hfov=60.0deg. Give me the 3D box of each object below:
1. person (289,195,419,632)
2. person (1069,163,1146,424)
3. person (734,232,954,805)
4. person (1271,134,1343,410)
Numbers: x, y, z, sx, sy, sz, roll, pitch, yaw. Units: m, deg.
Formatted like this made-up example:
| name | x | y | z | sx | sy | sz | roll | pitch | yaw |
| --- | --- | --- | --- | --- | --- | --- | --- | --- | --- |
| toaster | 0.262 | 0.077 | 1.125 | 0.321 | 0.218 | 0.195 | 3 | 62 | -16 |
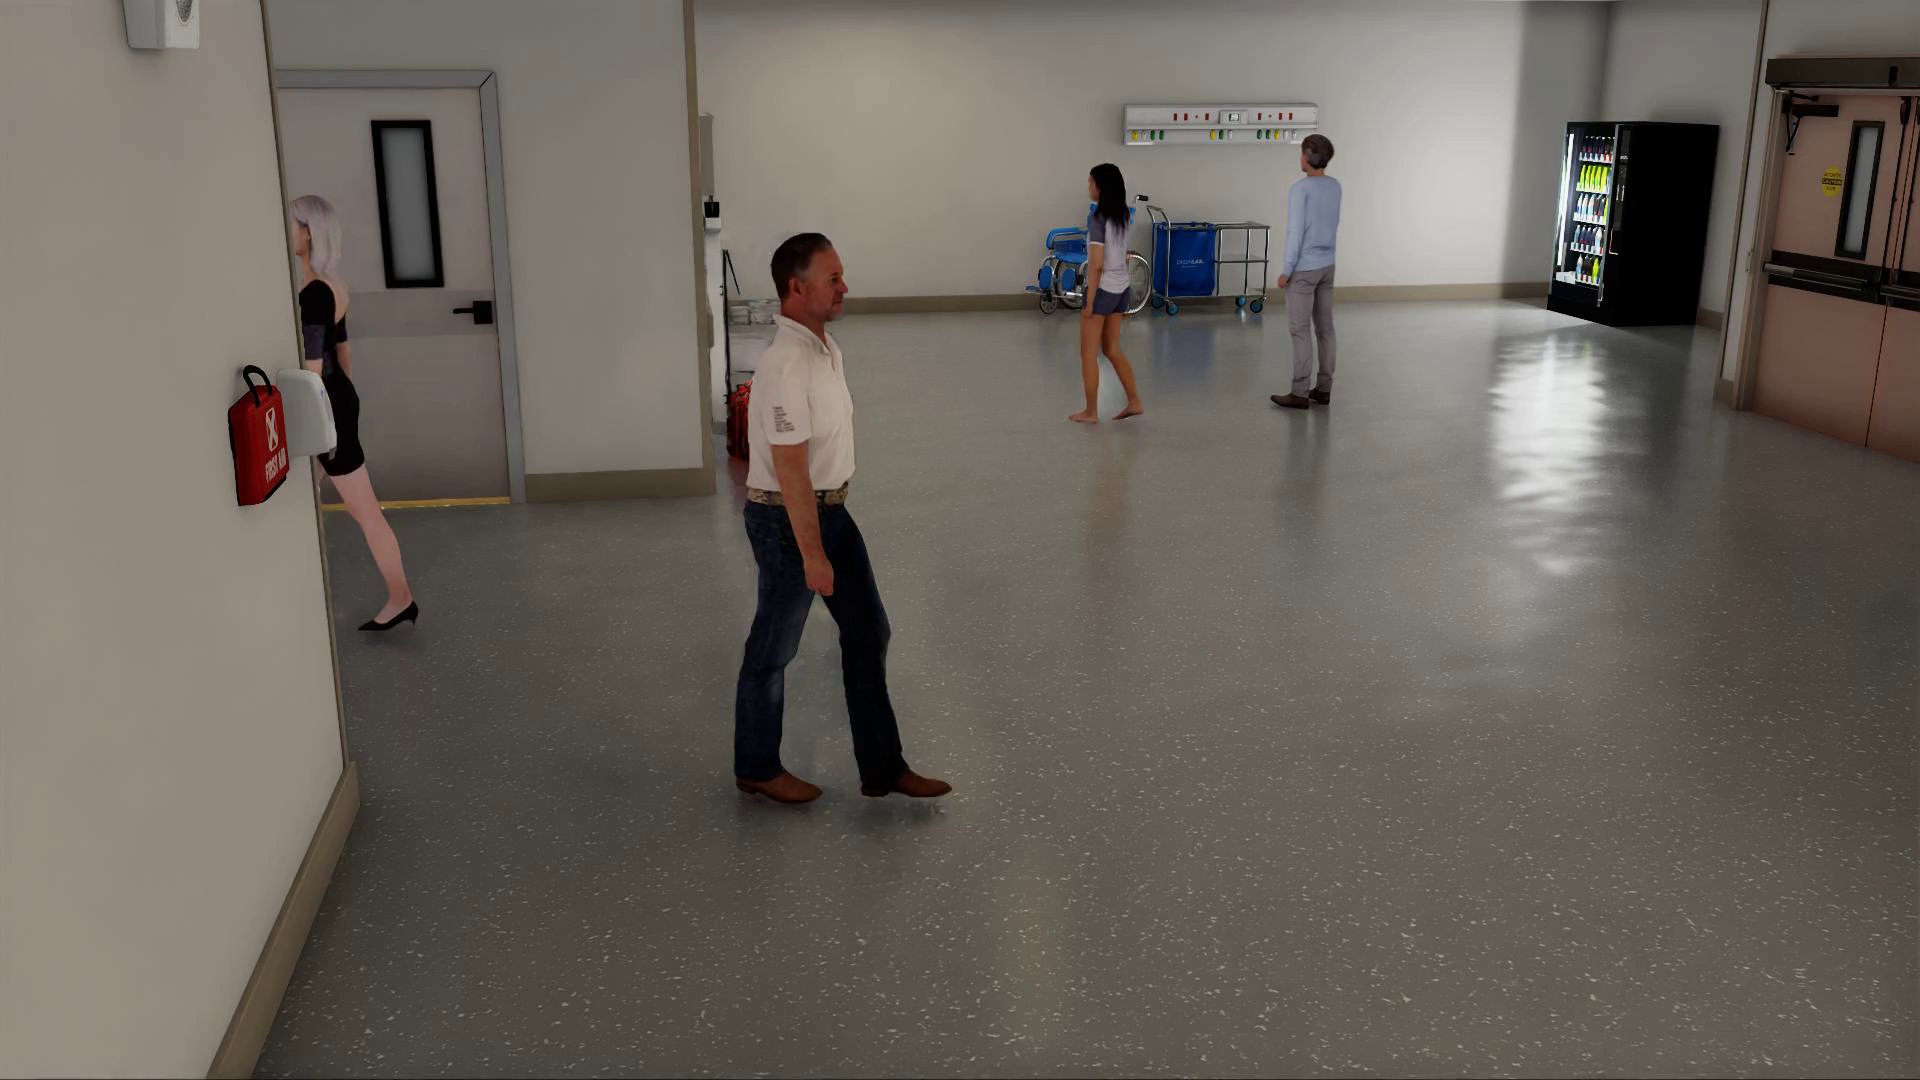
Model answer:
| name | x | y | z | sx | sy | sz | roll | pitch | yaw |
| --- | --- | --- | --- | --- | --- | --- | --- | --- | --- |
| person | -2.481 | -0.476 | 6.834 | 0.726 | 1.806 | 0.871 | -5 | 16 | -17 |
| person | 1.000 | -1.607 | 11.008 | 0.875 | 1.720 | 0.814 | 13 | 20 | 38 |
| person | -0.591 | -0.027 | 5.201 | 1.003 | 1.829 | 1.034 | 5 | 17 | 18 |
| person | 2.471 | -1.887 | 11.679 | 0.746 | 1.893 | 0.732 | -11 | 19 | -34 |
